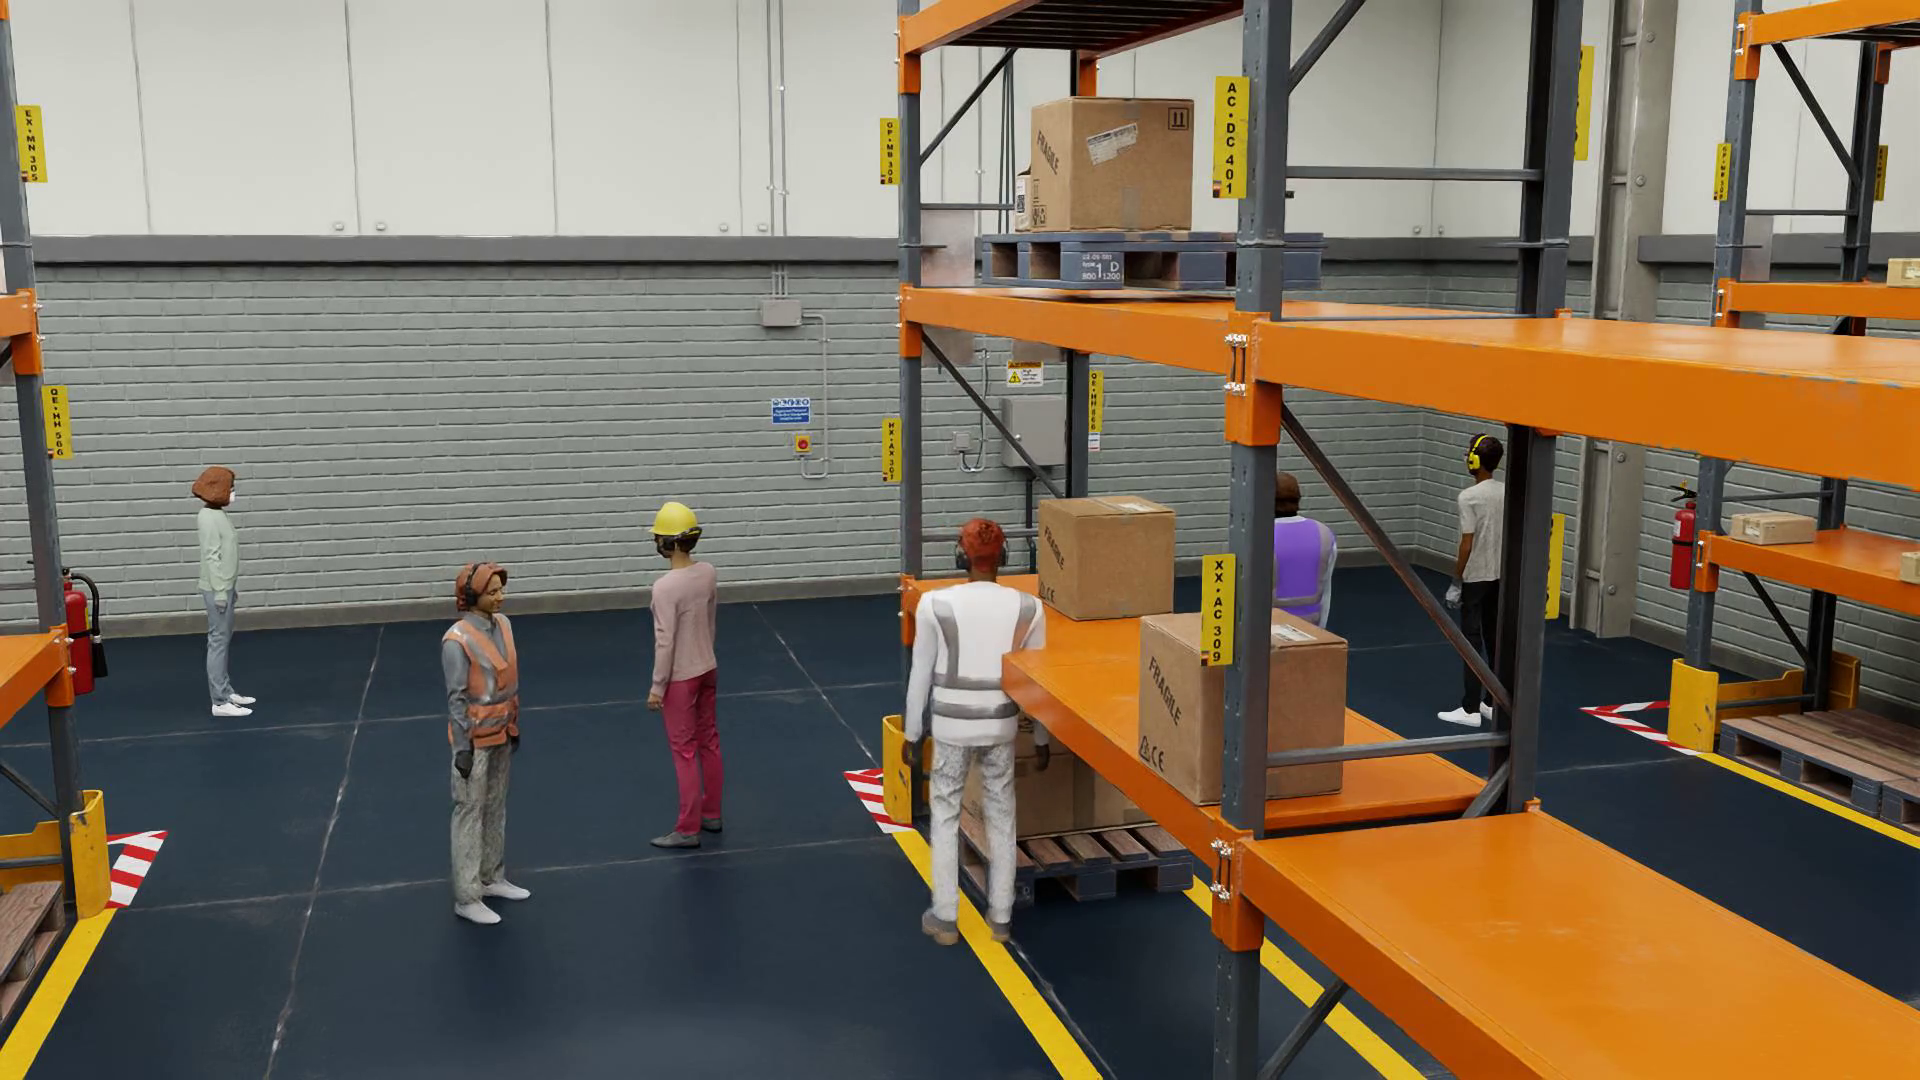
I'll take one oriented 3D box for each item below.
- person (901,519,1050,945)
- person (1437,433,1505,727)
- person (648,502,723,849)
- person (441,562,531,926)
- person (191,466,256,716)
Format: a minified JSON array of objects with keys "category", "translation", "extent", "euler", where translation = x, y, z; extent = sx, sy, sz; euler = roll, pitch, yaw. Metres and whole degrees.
[{"category":"person","translation":[0.069,0.842,7.257],"extent":[0.653,1.880,0.361],"euler":[-2,10,-13]},{"category":"person","translation":[3.302,0.255,10.603],"extent":[0.519,1.873,0.328],"euler":[-6,12,-32]},{"category":"person","translation":[-1.411,0.685,8.447],"extent":[0.316,1.769,0.524],"euler":[4,11,22]},{"category":"person","translation":[-2.162,0.905,7.560],"extent":[0.310,1.638,0.523],"euler":[2,10,11]},{"category":"person","translation":[-4.818,0.328,10.865],"extent":[0.289,1.632,0.497],"euler":[-3,10,-17]}]
